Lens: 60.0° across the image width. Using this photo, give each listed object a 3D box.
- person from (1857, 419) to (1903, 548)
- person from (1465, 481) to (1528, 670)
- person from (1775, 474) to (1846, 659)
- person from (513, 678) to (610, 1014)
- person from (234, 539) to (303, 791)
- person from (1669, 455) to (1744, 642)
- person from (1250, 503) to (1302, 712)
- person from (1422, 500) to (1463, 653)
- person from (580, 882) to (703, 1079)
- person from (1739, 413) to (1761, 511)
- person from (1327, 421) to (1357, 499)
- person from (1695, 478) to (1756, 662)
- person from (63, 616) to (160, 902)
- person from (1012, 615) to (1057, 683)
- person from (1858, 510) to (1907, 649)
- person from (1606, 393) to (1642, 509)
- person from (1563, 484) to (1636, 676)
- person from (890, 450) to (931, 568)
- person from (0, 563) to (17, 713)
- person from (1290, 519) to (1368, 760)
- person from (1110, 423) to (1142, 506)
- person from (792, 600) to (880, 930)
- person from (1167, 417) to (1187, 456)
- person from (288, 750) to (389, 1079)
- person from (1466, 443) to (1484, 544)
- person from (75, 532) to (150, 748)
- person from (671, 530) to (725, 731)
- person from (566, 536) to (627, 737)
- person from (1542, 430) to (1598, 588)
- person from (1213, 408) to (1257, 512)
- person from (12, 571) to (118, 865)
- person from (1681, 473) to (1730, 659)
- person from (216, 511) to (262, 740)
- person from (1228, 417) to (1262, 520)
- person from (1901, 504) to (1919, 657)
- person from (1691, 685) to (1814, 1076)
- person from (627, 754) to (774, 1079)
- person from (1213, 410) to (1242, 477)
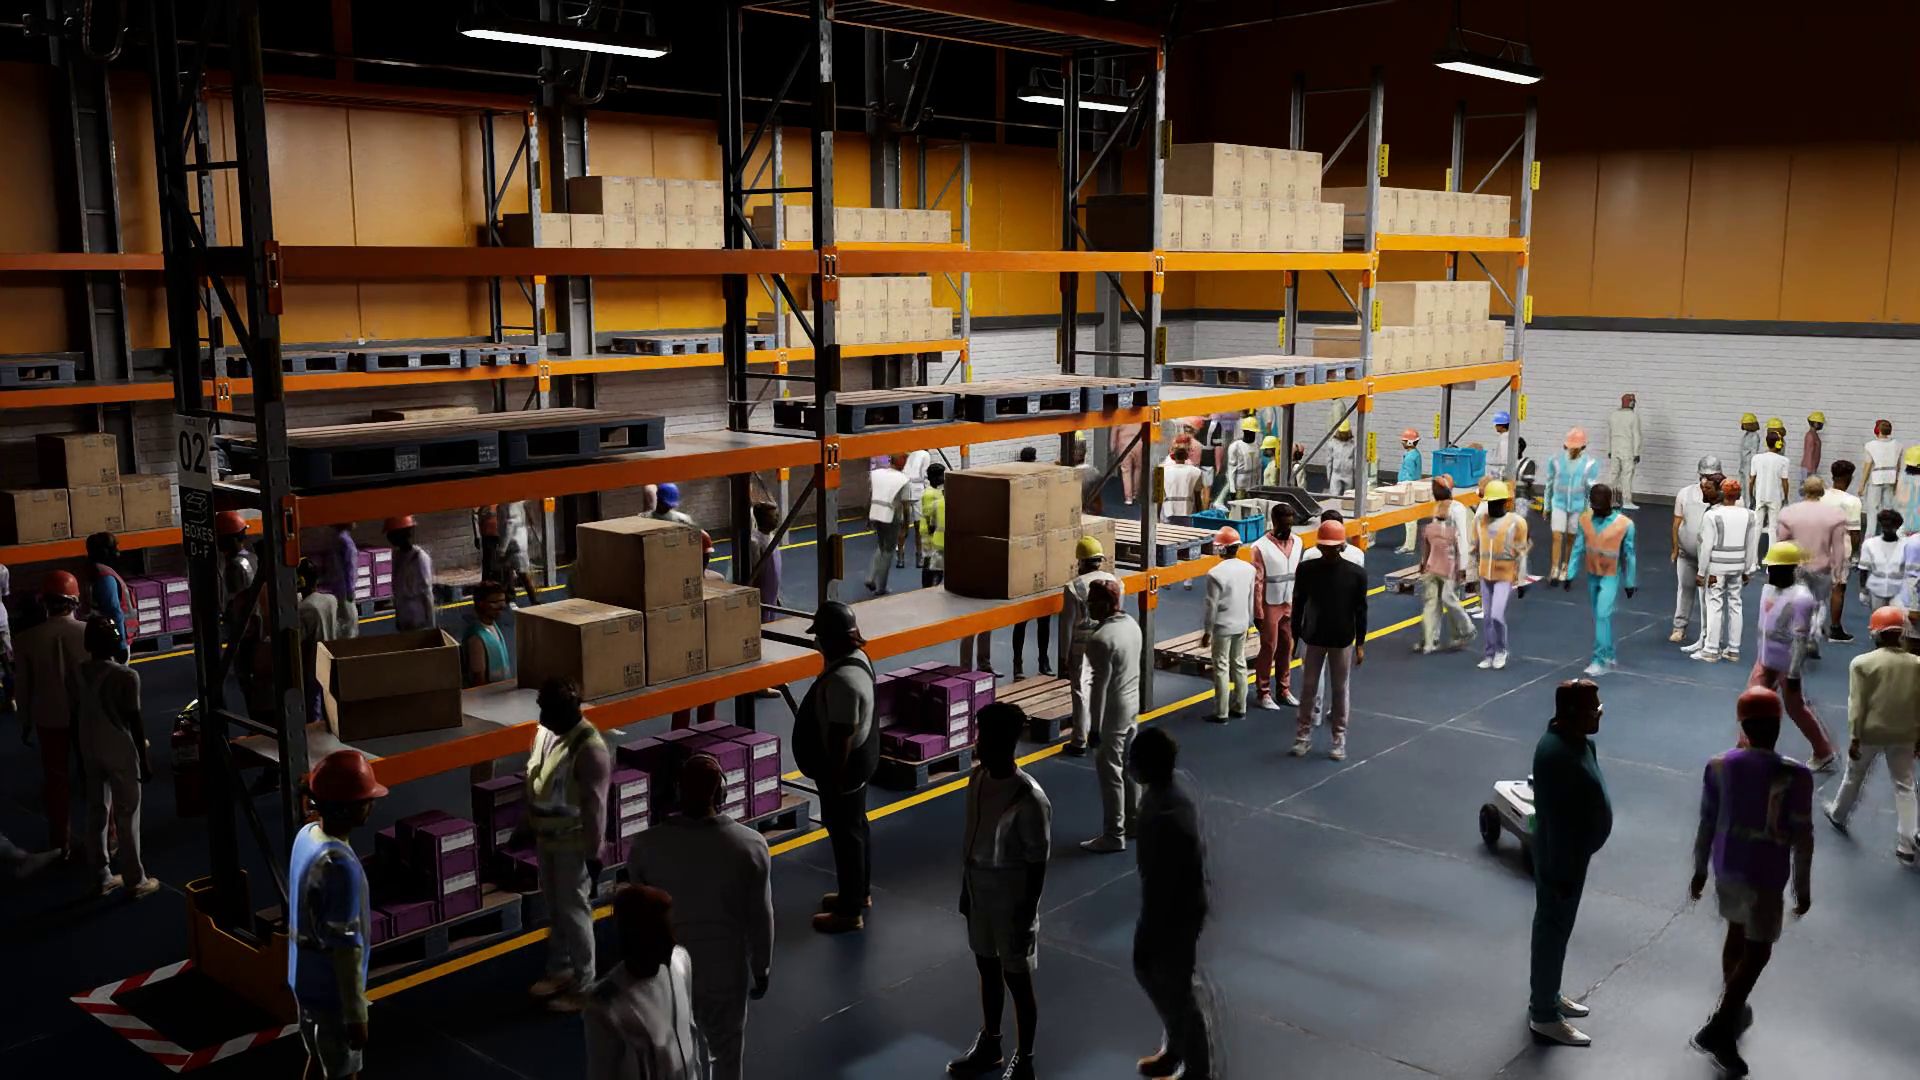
[{"bbox_3d":[13.010,-0.780,23.514,0.563,1.848,0.390,-1,10,-5],"label":"person"},{"bbox_3d":[5.307,0.359,16.535,0.438,1.907,0.609,-8,12,-40],"label":"person"},{"bbox_3d":[8.581,0.294,16.842,0.639,1.928,0.431,4,10,24],"label":"person"},{"bbox_3d":[-2.164,1.646,9.119,0.471,1.827,0.658,-7,12,-36],"label":"person"},{"bbox_3d":[-5.266,0.950,12.835,0.606,1.966,0.367,-9,13,-42],"label":"person"},{"bbox_3d":[7.894,0.107,17.648,0.689,2.000,0.539,6,11,32],"label":"person"},{"bbox_3d":[2.873,0.603,15.104,0.593,1.907,0.415,-7,12,-36],"label":"person"},{"bbox_3d":[5.086,0.364,17.402,0.514,1.601,0.762,8,13,41],"label":"person"},{"bbox_3d":[-1.141,2.144,6.063,0.608,1.895,0.605,3,10,20],"label":"person"},{"bbox_3d":[12.215,-1.109,25.825,0.322,1.737,0.485,1,10,6],"label":"person"},{"bbox_3d":[5.707,-0.913,24.740,0.493,1.708,0.833,1,10,9],"label":"person"},{"bbox_3d":[7.772,0.308,16.913,0.586,1.882,0.340,-1,10,-9],"label":"person"},{"bbox_3d":[-5.401,1.392,10.588,0.503,1.839,0.349,2,10,9],"label":"person"},{"bbox_3d":[0.738,0.400,16.130,0.608,1.963,0.374,-3,10,-16],"label":"person"},{"bbox_3d":[9.030,0.532,16.228,0.538,1.656,0.808,8,13,41],"label":"person"},{"bbox_3d":[10.960,-1.462,27.413,0.399,1.909,0.642,-5,11,-28],"label":"person"},{"bbox_3d":[6.313,0.390,16.476,0.872,1.872,0.600,-6,11,-32],"label":"person"},{"bbox_3d":[-0.650,-0.576,22.071,0.544,1.932,0.381,0,10,-3],"label":"person"},{"bbox_3d":[-8.693,0.760,14.797,0.316,1.692,0.532,4,10,23],"label":"person"},{"bbox_3d":[2.999,0.810,13.593,0.622,1.990,0.402,4,10,21],"label":"person"},{"bbox_3d":[2.865,-1.538,27.992,0.666,1.853,0.989,0,10,1],"label":"person"},{"bbox_3d":[-0.762,1.353,10.210,0.536,2.000,0.684,0,10,2],"label":"person"},{"bbox_3d":[3.838,-1.589,28.974,0.513,1.637,0.309,-6,11,-33],"label":"person"},{"bbox_3d":[-2.635,1.885,7.098,0.454,2.029,0.621,-7,12,-35],"label":"person"},{"bbox_3d":[6.998,-0.517,22.732,0.334,1.601,0.610,7,12,36],"label":"person"},{"bbox_3d":[-7.076,0.842,13.854,0.627,1.844,0.429,9,13,44],"label":"person"},{"bbox_3d":[-2.064,0.894,13.086,0.376,1.995,0.609,8,13,41],"label":"person"},{"bbox_3d":[-3.144,0.801,13.984,0.453,1.895,0.659,1,10,6],"label":"person"},{"bbox_3d":[7.625,-0.396,20.833,0.627,1.973,1.082,4,10,20],"label":"person"},{"bbox_3d":[4.570,-1.345,27.007,0.950,1.821,0.558,-2,10,-13],"label":"person"},{"bbox_3d":[-6.040,1.195,11.283,0.614,1.993,0.395,-4,10,-23],"label":"person"},{"bbox_3d":[7.716,0.266,17.055,0.391,1.922,0.593,1,10,9],"label":"person"},{"bbox_3d":[-5.956,0.766,13.752,0.409,2.036,0.601,-2,10,-14],"label":"person"},{"bbox_3d":[3.992,-0.761,23.207,0.585,1.918,0.409,-7,12,-34],"label":"person"},{"bbox_3d":[8.837,0.560,15.237,0.545,1.942,0.349,-8,12,-40],"label":"person"},{"bbox_3d":[3.984,1.718,8.529,0.858,1.885,0.587,-7,12,-36],"label":"person"},{"bbox_3d":[-1.158,1.890,7.456,0.647,1.895,0.403,-2,10,-10],"label":"person"},{"bbox_3d":[5.035,-2.153,31.655,0.597,1.882,0.787,-6,11,-30],"label":"person"}]
